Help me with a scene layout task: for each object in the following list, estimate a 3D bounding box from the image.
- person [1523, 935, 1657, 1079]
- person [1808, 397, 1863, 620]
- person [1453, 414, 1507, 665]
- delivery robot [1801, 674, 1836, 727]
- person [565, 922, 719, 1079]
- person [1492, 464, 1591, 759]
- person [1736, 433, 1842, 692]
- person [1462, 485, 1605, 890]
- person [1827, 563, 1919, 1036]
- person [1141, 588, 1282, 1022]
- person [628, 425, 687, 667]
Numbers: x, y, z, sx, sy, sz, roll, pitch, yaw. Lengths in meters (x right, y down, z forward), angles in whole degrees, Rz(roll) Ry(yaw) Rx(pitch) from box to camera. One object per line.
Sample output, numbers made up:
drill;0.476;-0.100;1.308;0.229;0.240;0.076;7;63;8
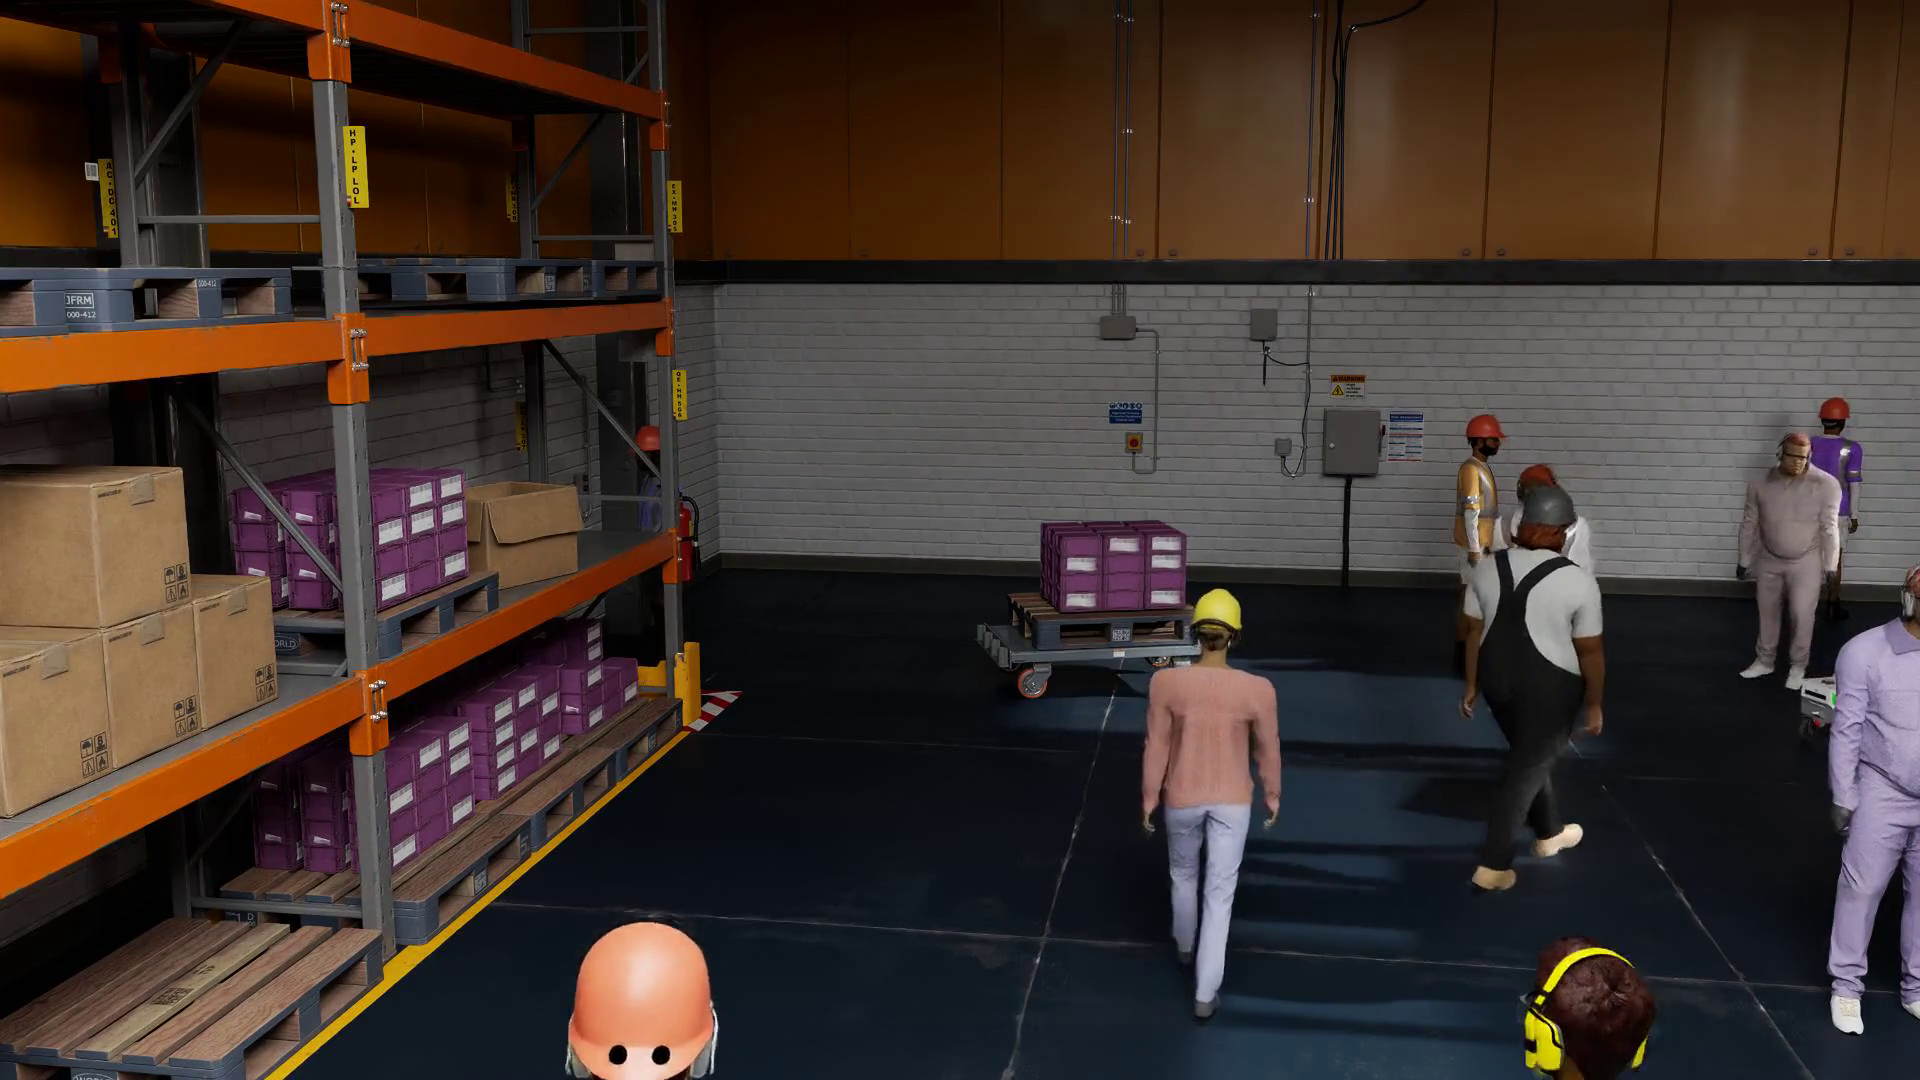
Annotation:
person;1.084;1.639;2.986;0.537;1.852;0.704;-1;9;-9
person;7.548;-0.272;14.480;0.354;1.942;0.545;-9;13;-43
person;3.991;-0.002;12.815;0.349;1.942;0.545;4;10;24
delivery robot;5.759;0.997;10.631;0.707;0.478;0.477;-2;9;-14
person;-0.537;1.582;2.911;0.634;1.978;0.670;0;9;2
person;3.548;0.462;10.198;0.620;1.864;0.422;6;11;33
person;6.024;0.155;12.072;0.731;1.870;0.647;8;12;42
person;2.874;0.686;8.266;1.049;2.000;0.693;-7;11;-35
person;3.775;1.026;6.578;0.636;1.911;0.406;1;9;6
person;1.059;1.052;6.936;0.555;1.727;0.829;2;10;14
person;-2.163;0.145;11.920;0.379;1.937;0.548;-5;11;-29
